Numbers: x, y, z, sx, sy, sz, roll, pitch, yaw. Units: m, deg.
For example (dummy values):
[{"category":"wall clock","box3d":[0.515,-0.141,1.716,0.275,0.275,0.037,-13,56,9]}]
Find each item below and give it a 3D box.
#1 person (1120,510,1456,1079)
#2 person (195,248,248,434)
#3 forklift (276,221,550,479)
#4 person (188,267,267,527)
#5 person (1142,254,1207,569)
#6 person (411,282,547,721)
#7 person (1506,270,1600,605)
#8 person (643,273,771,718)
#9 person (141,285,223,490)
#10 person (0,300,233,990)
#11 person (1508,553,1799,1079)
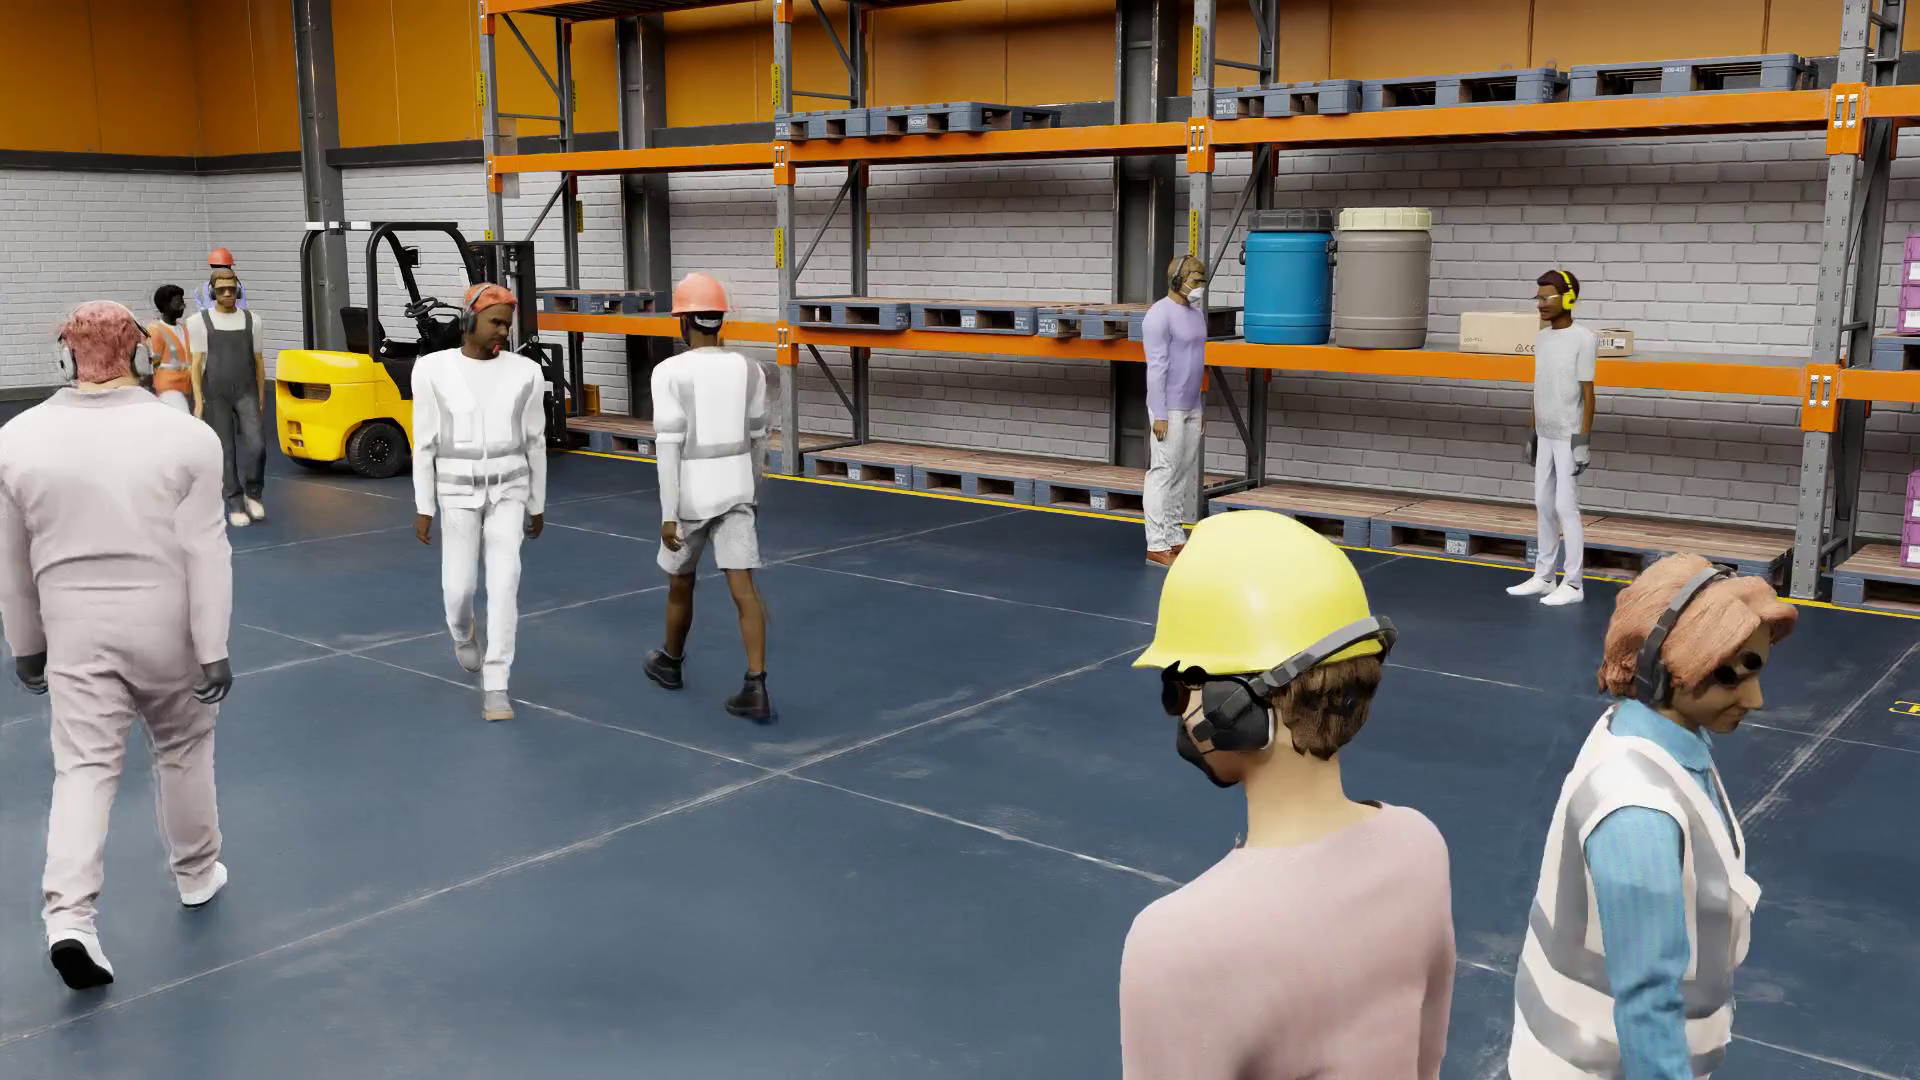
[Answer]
[{"category":"person","box3d":[0.326,0.840,1.782,0.363,1.752,0.525,9,14,42]},{"category":"person","box3d":[-7.643,-2.061,17.338,0.545,1.938,0.358,1,10,4]},{"category":"forklift","box3d":[-4.922,-1.741,14.854,1.214,2.155,2.313,8,13,38]},{"category":"person","box3d":[-5.140,-0.995,11.726,0.520,1.830,0.401,-6,12,-32]},{"category":"person","box3d":[1.354,-0.798,10.348,0.373,1.936,0.629,6,12,31]},{"category":"person","box3d":[-2.083,-0.190,7.221,0.580,1.850,0.760,-4,11,-22]},{"category":"person","box3d":[3.337,-0.567,9.286,0.327,1.860,0.538,-3,11,-17]},{"category":"person","box3d":[-1.087,-0.202,7.198,0.569,1.881,1.013,-7,13,-35]},{"category":"person","box3d":[-6.166,-1.185,13.224,0.798,1.661,0.564,1,10,5]},{"category":"person","box3d":[-2.375,0.264,4.675,0.646,1.867,0.967,-2,10,-9]},{"category":"person","box3d":[0.945,0.800,2.484,0.729,1.619,0.540,5,11,26]}]
